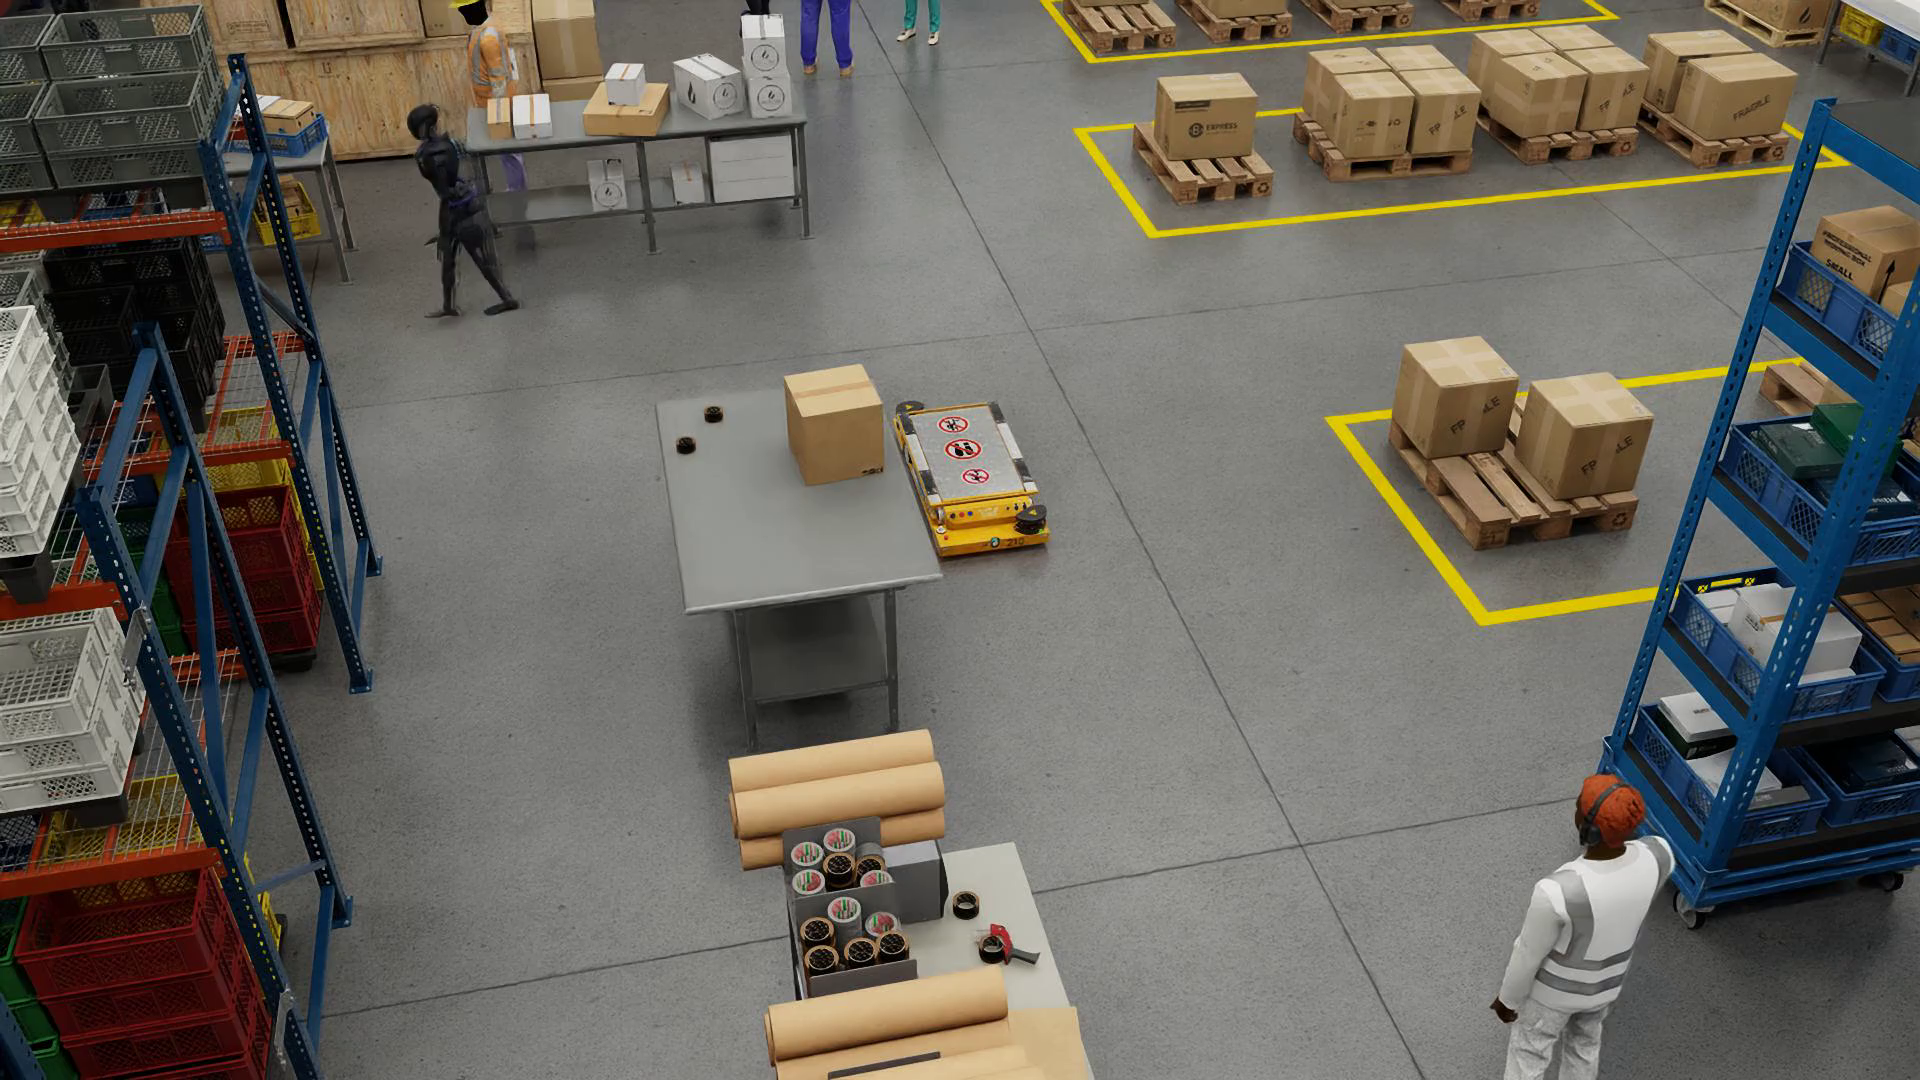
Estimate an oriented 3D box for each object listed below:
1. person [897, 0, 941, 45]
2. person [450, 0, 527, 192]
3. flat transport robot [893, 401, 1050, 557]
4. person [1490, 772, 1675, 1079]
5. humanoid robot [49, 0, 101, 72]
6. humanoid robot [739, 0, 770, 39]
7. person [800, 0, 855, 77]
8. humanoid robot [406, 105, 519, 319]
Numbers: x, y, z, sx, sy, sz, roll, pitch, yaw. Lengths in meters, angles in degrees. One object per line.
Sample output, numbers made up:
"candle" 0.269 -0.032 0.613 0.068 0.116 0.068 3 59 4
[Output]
"person" -0.384 -5.619 15.851 0.534 1.767 0.314 12 38 16
"person" -3.555 -3.336 12.655 0.370 1.919 0.584 -12 38 -15
"flat transport robot" 0.046 -0.430 10.108 0.652 0.197 1.431 -8 37 -10
"person" 2.217 1.593 6.075 0.565 1.876 0.346 -13 39 -17
"humanoid robot" -7.297 -4.055 13.828 0.362 1.648 0.599 -4 37 -6
"humanoid robot" -1.707 -4.263 14.100 0.336 1.650 0.574 -1 37 -2
"person" -1.235 -5.266 15.148 0.682 2.000 0.536 8 37 10
"humanoid robot" -3.466 -2.232 11.402 0.706 1.622 0.589 -22 42 -26
